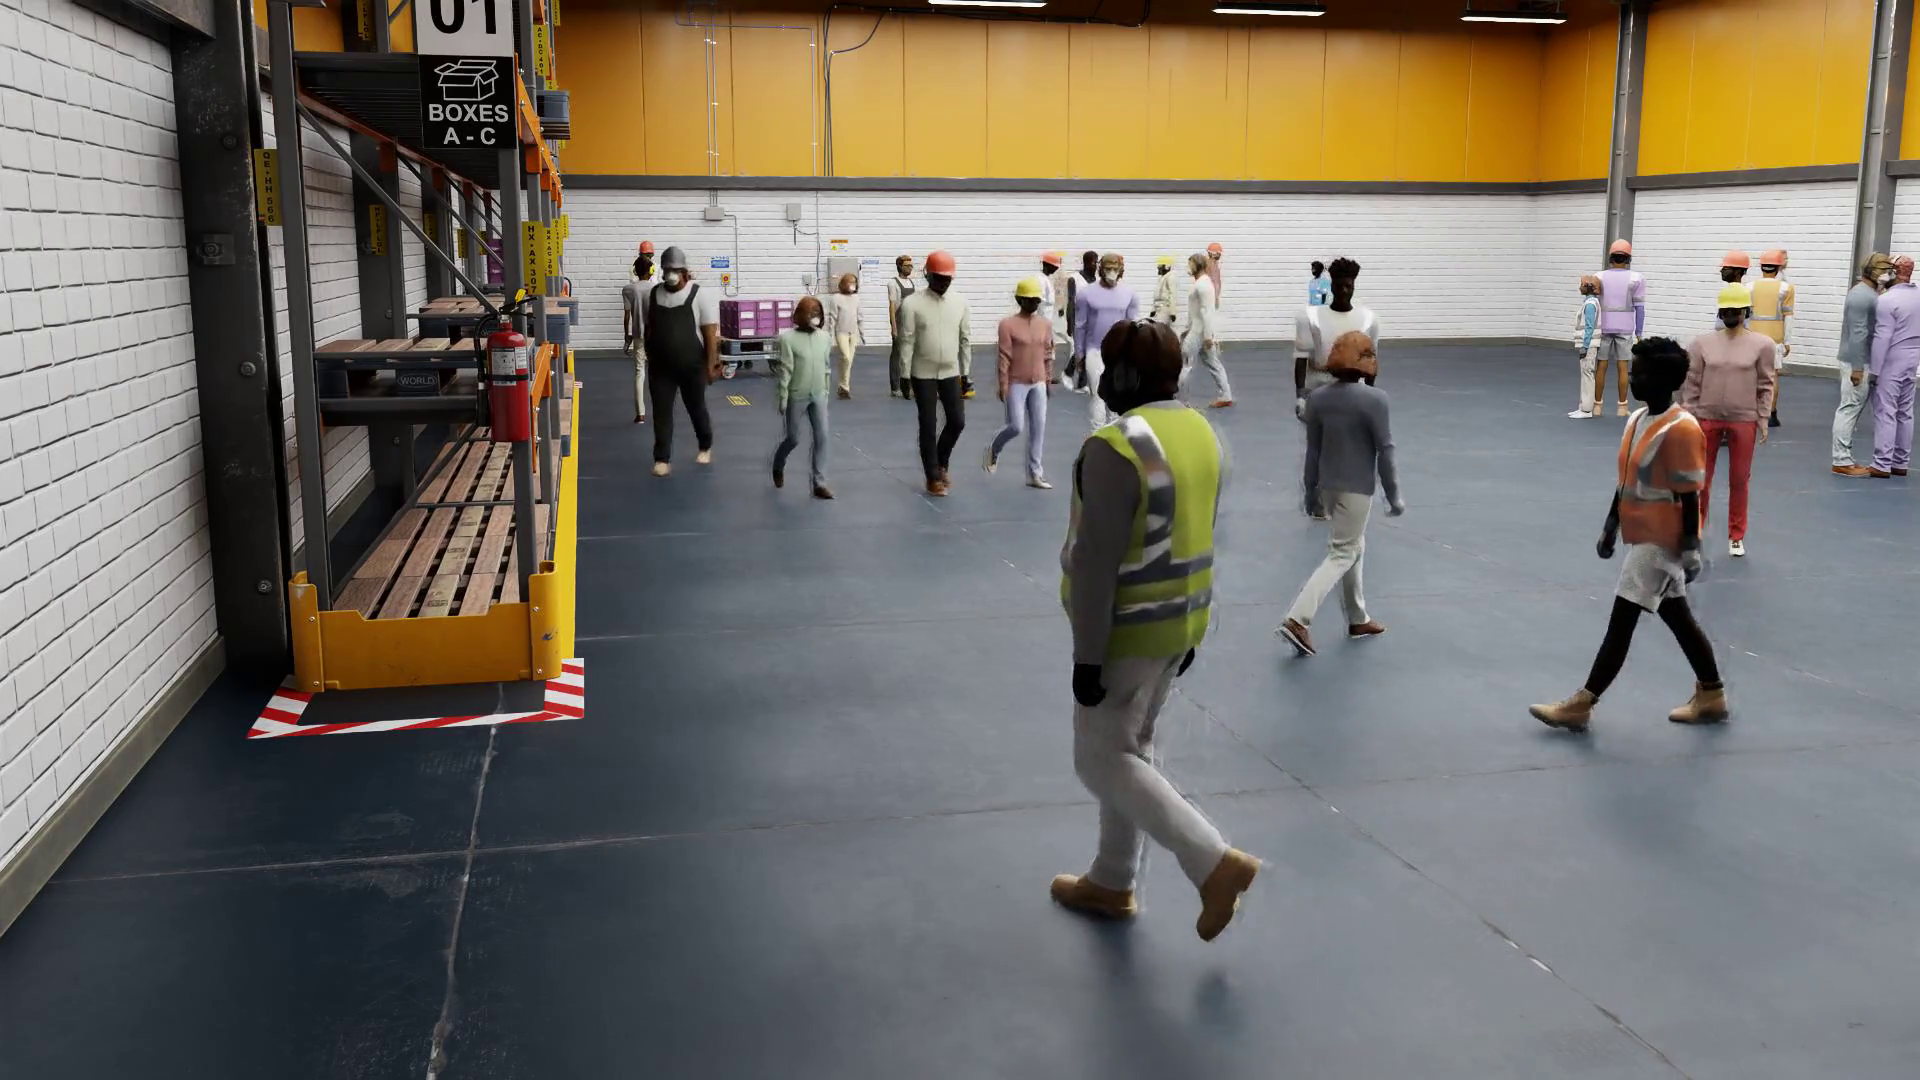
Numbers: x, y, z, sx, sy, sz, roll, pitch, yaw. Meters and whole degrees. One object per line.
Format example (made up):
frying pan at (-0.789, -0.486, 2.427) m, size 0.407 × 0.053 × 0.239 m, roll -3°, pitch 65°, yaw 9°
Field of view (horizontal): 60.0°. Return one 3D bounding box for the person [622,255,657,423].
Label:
person at (-3.499, -2.229, 18.550) m, size 0.519 × 1.865 × 0.328 m, roll -1°, pitch 10°, yaw -8°

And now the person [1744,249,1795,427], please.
person at (8.813, -2.208, 18.225) m, size 0.548 × 1.936 × 0.378 m, roll 6°, pitch 12°, yaw 31°

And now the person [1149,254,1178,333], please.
person at (3.264, -3.791, 27.401) m, size 0.865 × 1.797 × 0.596 m, roll -1°, pitch 10°, yaw -4°

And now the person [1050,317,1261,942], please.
person at (0.562, 0.272, 4.802) m, size 0.675 × 1.819 × 0.636 m, roll 7°, pitch 12°, yaw 34°

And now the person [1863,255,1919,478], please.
person at (7.994, -1.484, 14.300) m, size 0.642 × 1.909 × 0.399 m, roll -6°, pitch 12°, yaw -29°

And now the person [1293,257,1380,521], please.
person at (2.655, -1.029, 11.775) m, size 0.605 × 1.916 × 1.023 m, roll 1°, pitch 10°, yaw 6°

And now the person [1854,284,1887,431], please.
person at (9.592, -1.899, 17.440) m, size 0.531 × 1.595 × 0.853 m, roll 2°, pitch 10°, yaw 9°

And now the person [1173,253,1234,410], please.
person at (2.827, -2.485, 19.930) m, size 1.033 × 1.886 × 0.639 m, roll 2°, pitch 10°, yaw 11°

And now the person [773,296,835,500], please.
person at (-1.261, -1.145, 13.240) m, size 0.508 × 1.601 × 0.716 m, roll -8°, pitch 13°, yaw -37°

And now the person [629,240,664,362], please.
person at (-5.214, -3.990, 27.867) m, size 0.616 × 2.028 × 0.409 m, roll -7°, pitch 12°, yaw -34°

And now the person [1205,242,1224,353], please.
person at (4.554, -4.369, 30.042) m, size 0.396 × 1.992 × 0.623 m, roll -2°, pitch 11°, yaw -13°

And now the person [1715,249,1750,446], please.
person at (7.618, -1.896, 16.487) m, size 0.351 × 1.942 × 0.545 m, roll 4°, pitch 11°, yaw 22°

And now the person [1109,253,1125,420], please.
person at (1.722, -2.308, 18.928) m, size 0.337 × 1.882 × 0.583 m, roll 5°, pitch 11°, yaw 27°

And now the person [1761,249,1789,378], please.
person at (12.148, -3.378, 24.798) m, size 0.407 × 1.906 × 0.652 m, roll 2°, pitch 11°, yaw 13°

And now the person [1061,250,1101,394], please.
person at (1.650, -2.892, 22.119) m, size 0.608 × 1.897 × 0.449 m, roll -10°, pitch 14°, yaw -43°

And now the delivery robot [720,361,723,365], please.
delivery robot at (-3.561, -2.995, 26.159) m, size 0.477 × 0.478 × 0.707 m, roll 9°, pitch 14°, yaw 42°

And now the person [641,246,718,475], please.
person at (-2.470, -1.637, 14.779) m, size 0.691 × 2.000 × 0.982 m, roll 1°, pitch 10°, yaw 7°

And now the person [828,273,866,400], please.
person at (-1.402, -2.589, 21.210) m, size 0.525 × 1.610 × 0.554 m, roll -10°, pitch 14°, yaw -43°

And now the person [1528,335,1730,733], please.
person at (2.859, -0.016, 6.886) m, size 0.890 × 1.642 × 0.549 m, roll 0°, pitch 10°, yaw 3°

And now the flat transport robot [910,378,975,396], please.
flat transport robot at (-0.268, -2.048, 21.959) m, size 0.652 × 0.197 × 1.431 m, roll -2°, pitch 10°, yaw -12°

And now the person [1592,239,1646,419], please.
person at (7.504, -2.409, 19.052) m, size 0.616 × 2.039 × 0.385 m, roll 5°, pitch 12°, yaw 27°

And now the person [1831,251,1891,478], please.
person at (7.772, -1.508, 14.352) m, size 0.369 × 1.936 × 0.630 m, roll 7°, pitch 12°, yaw 34°

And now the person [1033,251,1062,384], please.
person at (1.131, -3.124, 23.439) m, size 0.624 × 1.890 × 0.568 m, roll 3°, pitch 11°, yaw 18°

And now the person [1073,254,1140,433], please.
person at (1.428, -1.767, 15.887) m, size 0.646 × 1.892 × 1.022 m, roll -1°, pitch 10°, yaw -4°

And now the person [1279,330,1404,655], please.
person at (1.885, -0.244, 8.280) m, size 0.810 × 1.600 × 0.504 m, roll -6°, pitch 12°, yaw -29°

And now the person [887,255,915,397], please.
person at (-0.734, -2.789, 21.702) m, size 0.346 × 1.846 × 0.507 m, roll 7°, pitch 12°, yaw 33°

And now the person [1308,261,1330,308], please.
person at (6.565, -4.245, 30.281) m, size 0.833 × 1.666 × 0.528 m, roll -6°, pitch 12°, yaw -28°

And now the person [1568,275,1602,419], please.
person at (7.177, -2.207, 19.043) m, size 0.308 × 1.641 × 0.514 m, roll 4°, pitch 11°, yaw 19°

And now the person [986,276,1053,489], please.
person at (0.497, -1.306, 13.752) m, size 0.552 × 1.744 × 0.594 m, roll -6°, pitch 12°, yaw -31°

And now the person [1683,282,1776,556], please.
person at (4.951, -0.773, 10.753) m, size 0.533 × 1.767 × 0.326 m, roll 6°, pitch 12°, yaw 31°

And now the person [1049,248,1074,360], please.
person at (1.673, -3.983, 28.142) m, size 0.617 × 1.908 × 0.609 m, roll -4°, pitch 11°, yaw -22°

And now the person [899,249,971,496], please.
person at (-0.197, -1.331, 13.290) m, size 0.630 × 1.973 × 0.505 m, roll -4°, pitch 11°, yaw -22°
